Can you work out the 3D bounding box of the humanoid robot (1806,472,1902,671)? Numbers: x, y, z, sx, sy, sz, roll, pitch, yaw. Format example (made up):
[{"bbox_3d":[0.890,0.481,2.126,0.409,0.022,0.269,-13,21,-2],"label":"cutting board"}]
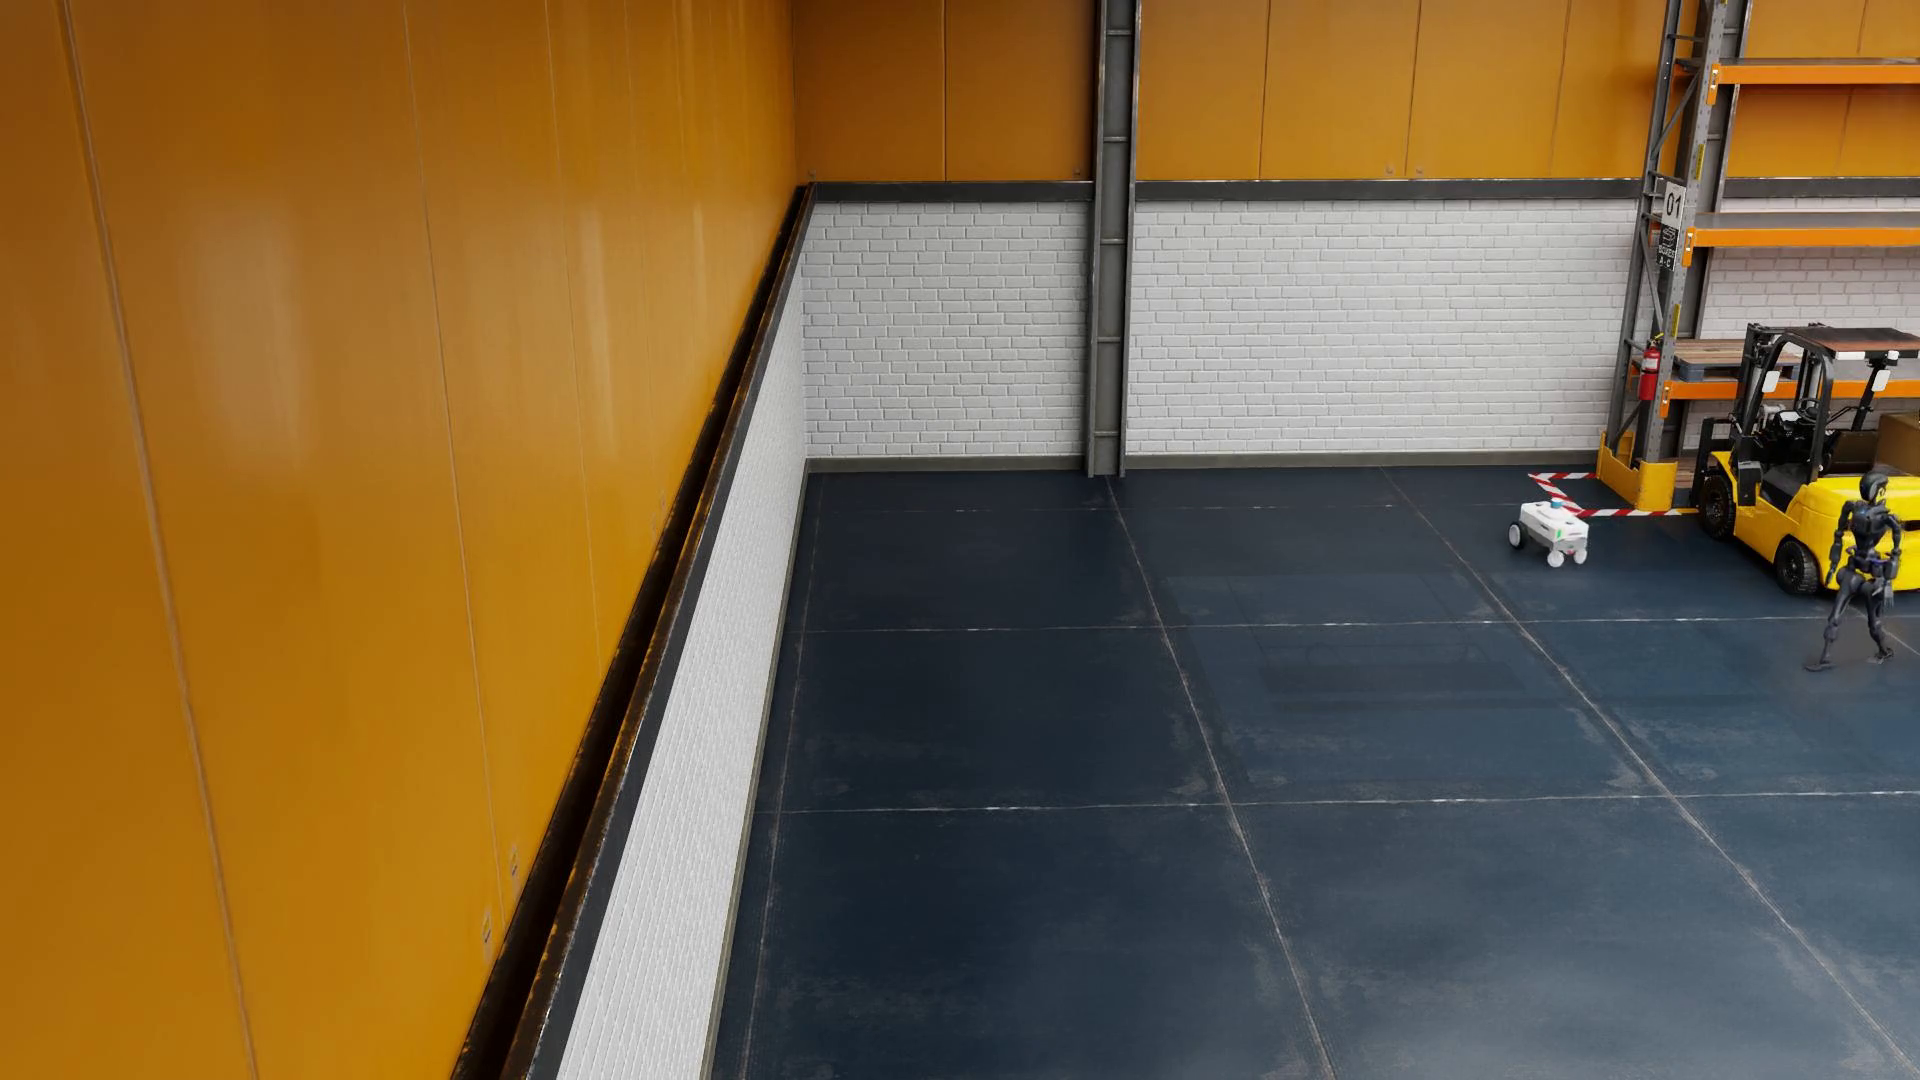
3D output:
[{"bbox_3d":[7.058,0.253,12.928,0.786,1.637,0.608,-9,22,-23],"label":"humanoid robot"}]

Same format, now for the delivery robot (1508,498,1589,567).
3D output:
[{"bbox_3d":[5.491,-0.099,15.395,0.522,0.586,0.743,-4,21,-11],"label":"delivery robot"}]

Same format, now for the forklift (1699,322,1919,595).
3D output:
[{"bbox_3d":[7.809,-0.792,14.926,1.214,2.155,2.313,-1,20,-2],"label":"forklift"}]
